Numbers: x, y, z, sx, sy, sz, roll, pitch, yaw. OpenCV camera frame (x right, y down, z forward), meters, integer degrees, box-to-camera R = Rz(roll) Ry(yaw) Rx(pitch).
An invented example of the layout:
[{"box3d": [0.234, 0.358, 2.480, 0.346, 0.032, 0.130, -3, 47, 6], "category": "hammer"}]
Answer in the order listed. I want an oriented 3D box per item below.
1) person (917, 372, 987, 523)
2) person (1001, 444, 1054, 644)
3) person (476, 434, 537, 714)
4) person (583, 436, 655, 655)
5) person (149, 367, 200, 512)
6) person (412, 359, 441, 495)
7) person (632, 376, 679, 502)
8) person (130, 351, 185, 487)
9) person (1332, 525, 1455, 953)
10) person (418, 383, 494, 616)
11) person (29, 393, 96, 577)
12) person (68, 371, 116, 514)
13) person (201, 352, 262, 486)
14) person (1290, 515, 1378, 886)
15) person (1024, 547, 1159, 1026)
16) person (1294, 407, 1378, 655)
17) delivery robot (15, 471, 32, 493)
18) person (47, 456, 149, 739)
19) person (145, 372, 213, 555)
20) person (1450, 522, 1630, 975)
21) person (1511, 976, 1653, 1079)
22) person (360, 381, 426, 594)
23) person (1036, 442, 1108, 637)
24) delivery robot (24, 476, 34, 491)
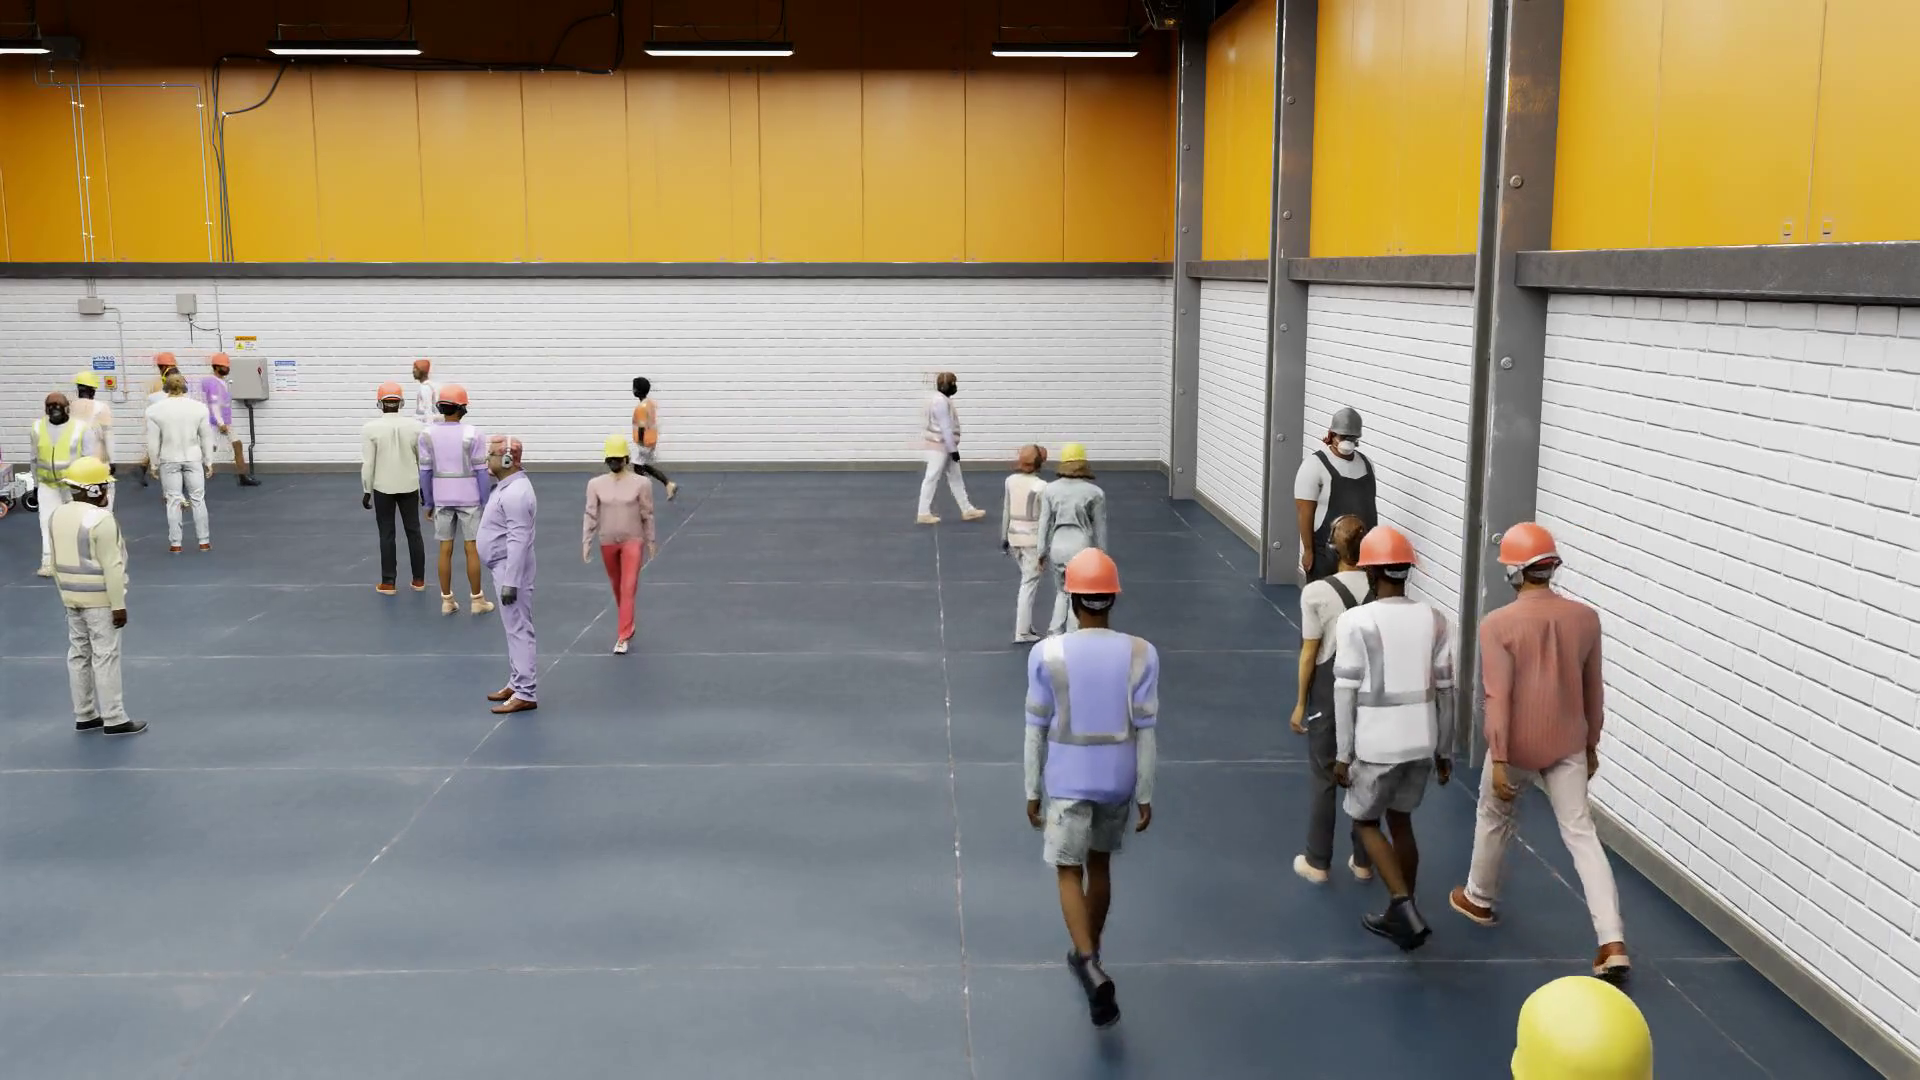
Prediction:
[{"box3d": [-0.098, -1.088, 19.809, 0.916, 1.800, 0.622, 1, 9, 3], "category": "person"}, {"box3d": [0.601, 0.028, 13.509, 0.487, 1.621, 0.547, -8, 12, -39], "category": "person"}, {"box3d": [-3.107, 0.225, 11.443, 0.411, 1.913, 0.643, -3, 10, -18], "category": "person"}, {"box3d": [-2.725, 0.020, 13.297, 0.545, 1.714, 0.928, 0, 9, 2], "category": "person"}, {"box3d": [-9.963, -1.285, 21.049, 0.976, 1.811, 0.480, 7, 11, 36], "category": "person"}, {"box3d": [-7.057, -1.510, 22.294, 0.917, 1.852, 0.582, -1, 9, -8], "category": "person"}, {"box3d": [-3.943, -1.243, 21.131, 0.568, 1.679, 0.540, 1, 9, 5], "category": "person"}, {"box3d": [-11.054, -1.662, 23.022, 0.866, 1.915, 0.545, -3, 10, -19], "category": "person"}, {"box3d": [1.925, 0.901, 7.316, 0.572, 1.907, 0.661, -3, 10, -18], "category": "person"}, {"box3d": [-4.396, -0.349, 14.552, 0.605, 2.045, 0.382, 1, 9, 4], "category": "person"}, {"box3d": [-8.859, -0.532, 16.377, 0.656, 1.810, 0.829, -1, 9, -7], "category": "person"}, {"box3d": [-9.642, -0.922, 18.461, 0.617, 1.903, 0.604, -1, 9, -5], "category": "person"}, {"box3d": [-10.340, -1.661, 23.104, 0.989, 1.895, 0.556, 0, 9, 2], "category": "person"}, {"box3d": [1.893, 0.788, 8.184, 0.512, 1.845, 0.344, -2, 9, -10], "category": "person"}, {"box3d": [0.546, 0.996, 6.759, 0.543, 1.912, 0.830, -1, 9, -7], "category": "person"}, {"box3d": [2.817, 0.031, 12.233, 0.684, 2.000, 0.534, -5, 10, -27], "category": "person"}, {"box3d": [-11.733, -0.762, 21.352, 0.707, 0.478, 0.477, -5, 11, -30], "category": "delivery robot"}, {"box3d": [-5.607, 0.371, 10.786, 0.591, 1.833, 0.404, 5, 10, 28], "category": "person"}, {"box3d": [-8.289, -0.810, 17.704, 0.633, 1.938, 0.356, -5, 11, -29], "category": "person"}, {"box3d": [2.588, 0.896, 7.308, 0.635, 1.933, 1.109, -2, 9, -10], "category": "person"}, {"box3d": [1.033, 1.637, 2.865, 0.614, 1.876, 0.954, 2, 10, 14], "category": "person"}, {"box3d": [-5.293, -0.492, 15.581, 0.624, 1.992, 0.390, -7, 11, -36], "category": "person"}, {"box3d": [0.864, 0.118, 12.661, 0.493, 1.722, 0.418, 5, 10, 27], "category": "person"}, {"box3d": [-11.380, -0.702, 20.986, 0.707, 0.478, 0.477, -2, 9, -13], "category": "delivery robot"}]
